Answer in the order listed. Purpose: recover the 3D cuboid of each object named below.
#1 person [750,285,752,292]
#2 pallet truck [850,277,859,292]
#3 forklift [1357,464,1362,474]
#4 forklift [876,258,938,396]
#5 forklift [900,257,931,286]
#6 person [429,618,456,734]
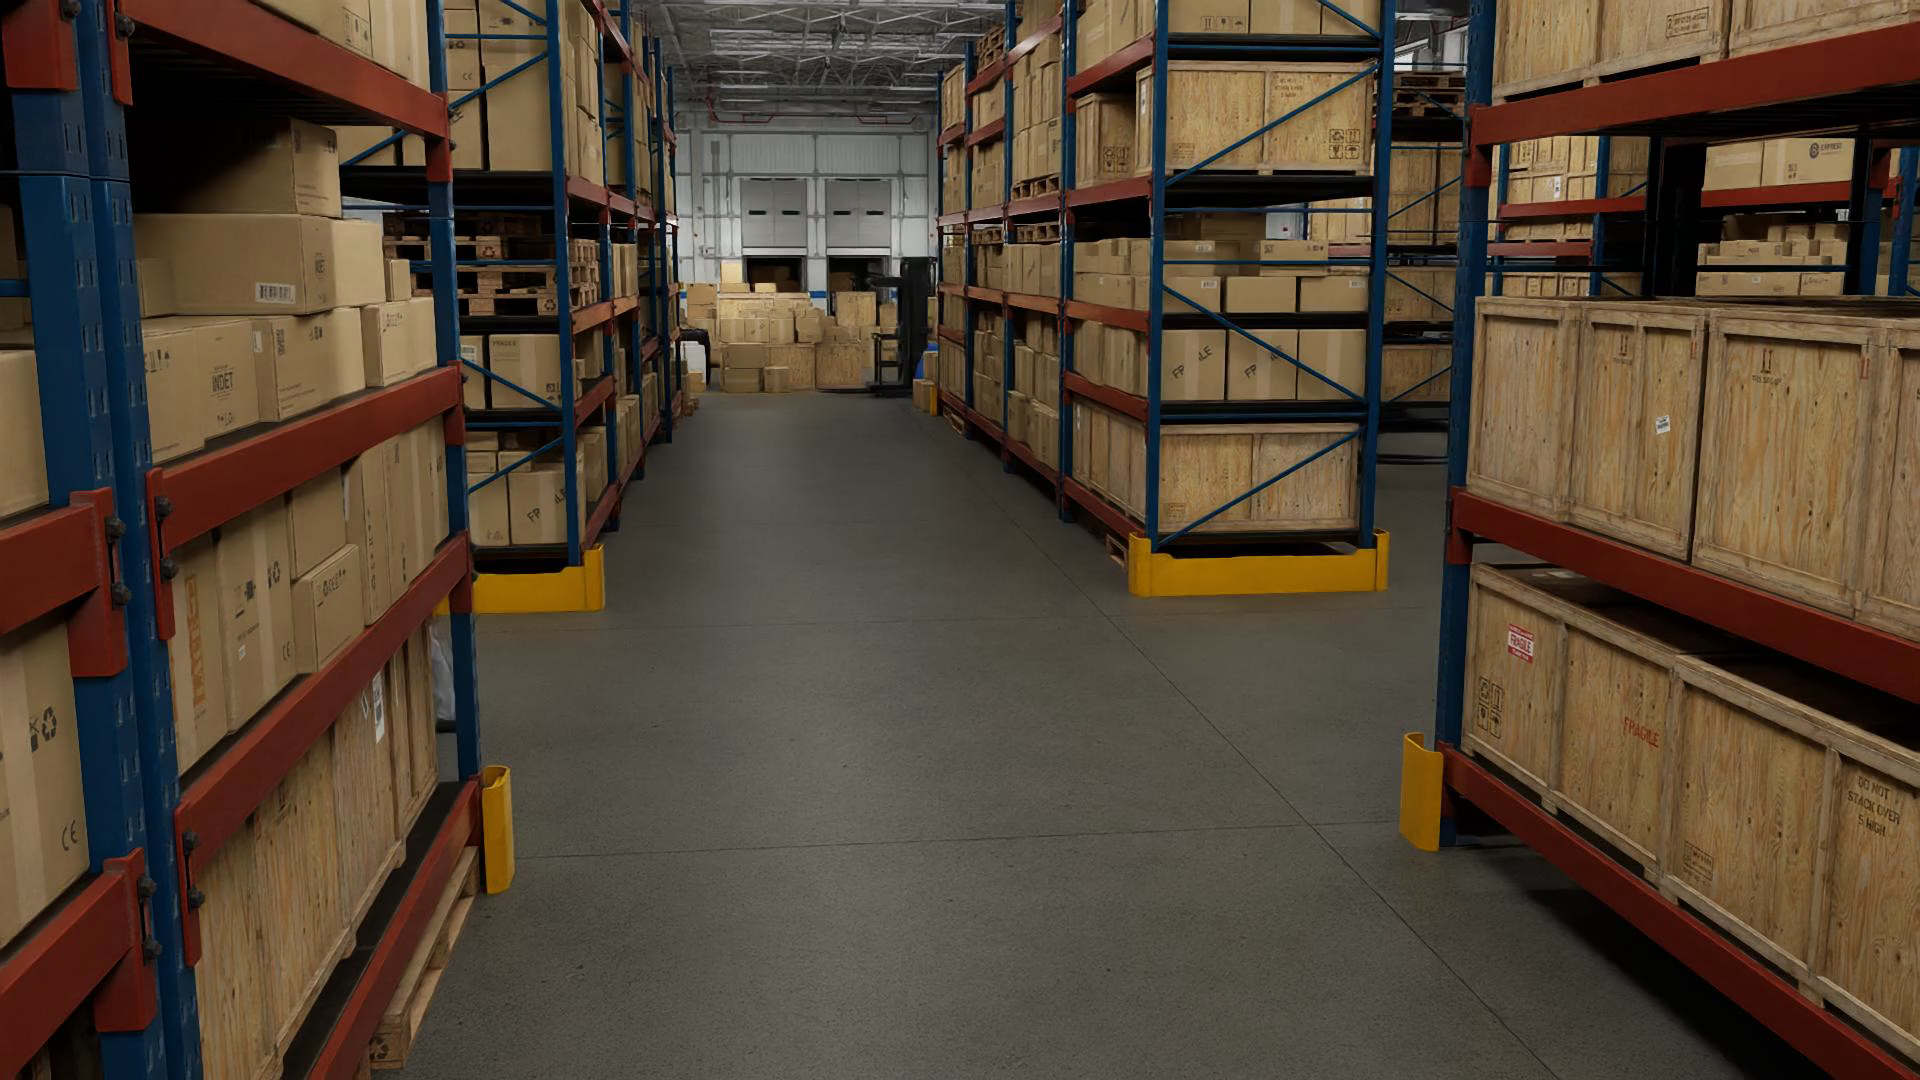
[{"bbox_3d":[-8.445,-9.414,66.821,0.397,1.681,0.555,6,11,31],"label":"person"},{"bbox_3d":[-3.782,-9.391,65.808,1.885,1.965,0.823,2,10,10],"label":"pallet truck"},{"bbox_3d":[4.209,-2.192,21.328,1.873,2.768,1.129,3,10,19],"label":"forklift"},{"bbox_3d":[-0.841,-4.373,34.025,1.873,2.768,1.129,-1,10,-8],"label":"forklift"},{"bbox_3d":[-1.335,-7.260,50.832,1.129,2.768,1.873,-2,10,-10],"label":"forklift"},{"bbox_3d":[-3.376,0.329,9.804,0.888,1.781,0.670,-5,11,-27],"label":"person"}]
